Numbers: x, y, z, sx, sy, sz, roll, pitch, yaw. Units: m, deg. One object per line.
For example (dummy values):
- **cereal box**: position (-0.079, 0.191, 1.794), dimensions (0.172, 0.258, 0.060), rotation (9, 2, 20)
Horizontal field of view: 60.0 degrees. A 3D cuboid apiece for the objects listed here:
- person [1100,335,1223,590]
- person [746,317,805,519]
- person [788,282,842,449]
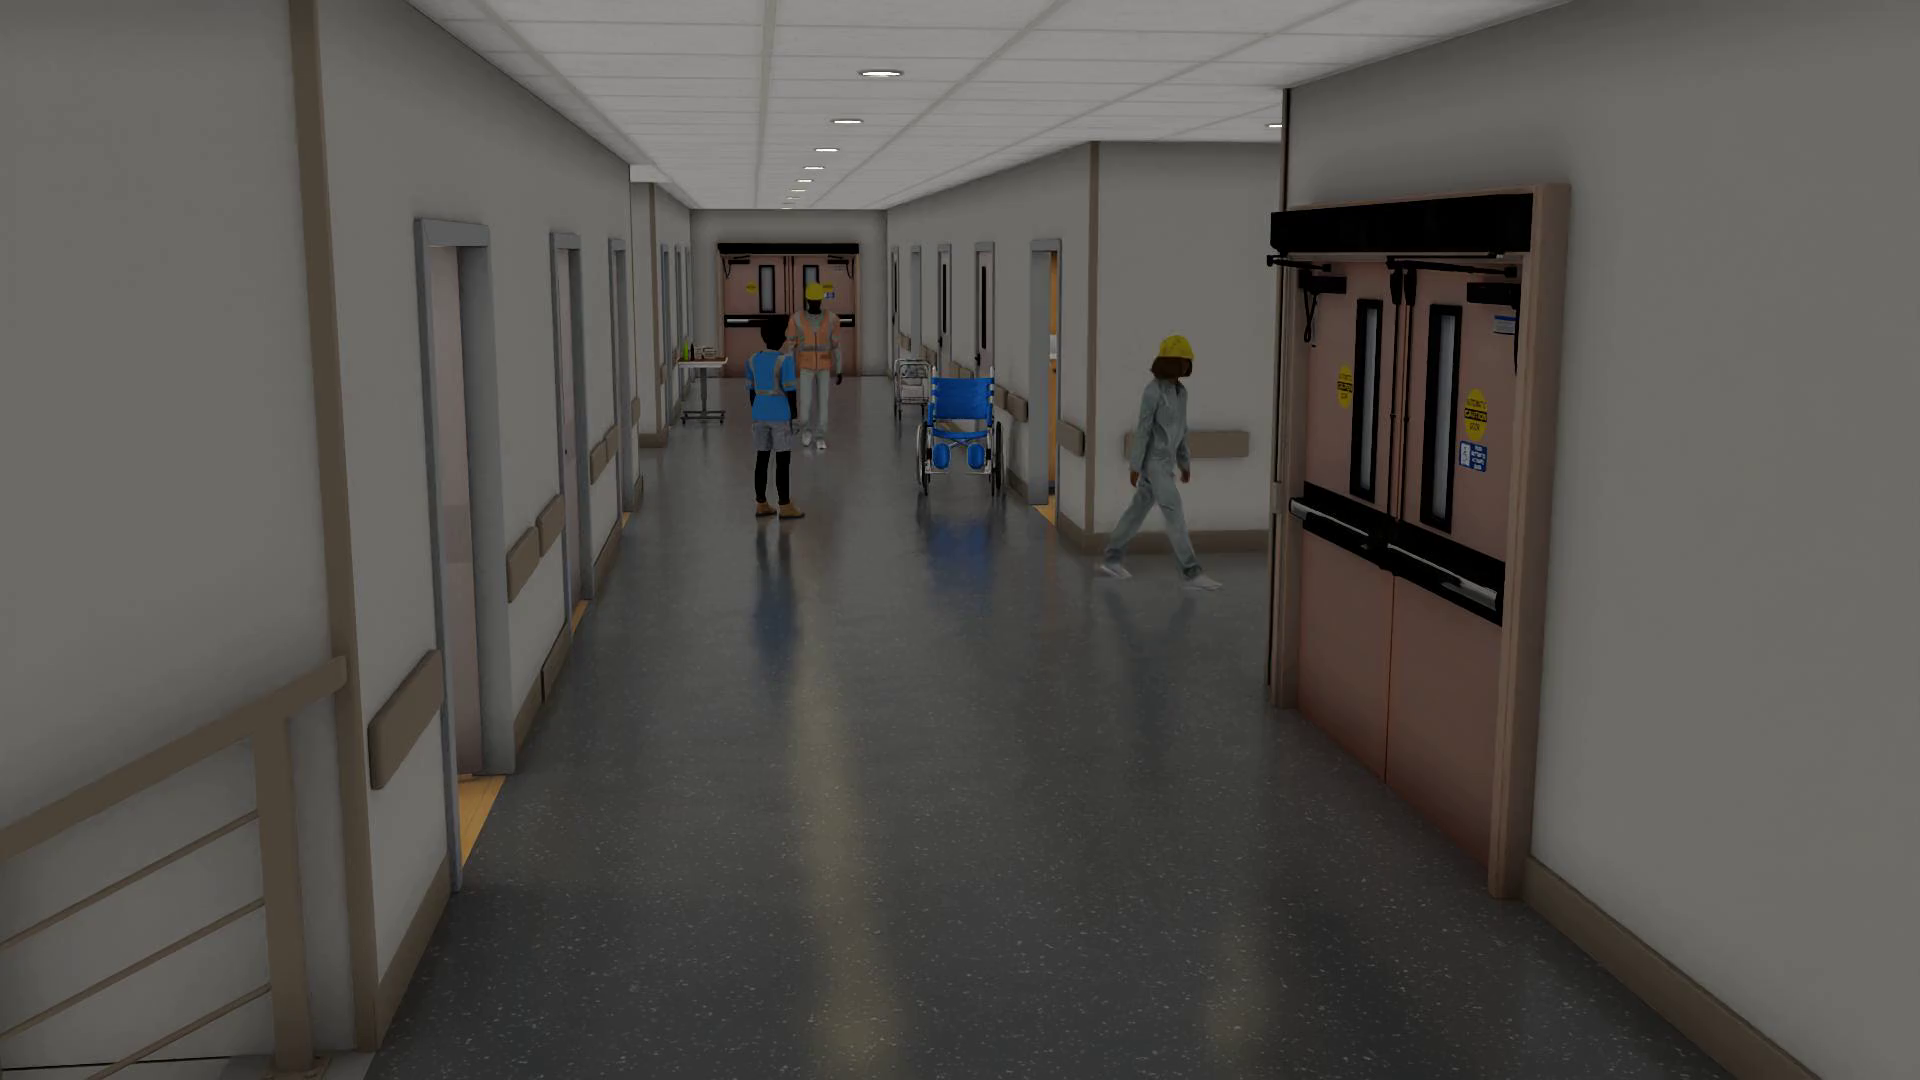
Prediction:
- **person**: position (1.330, -0.528, 11.140), dimensions (0.947, 1.687, 0.494), rotation (6, 12, 32)
- **person**: position (-1.559, -1.018, 13.974), dimensions (0.533, 1.693, 0.319), rotation (7, 12, 35)
- **person**: position (-1.645, -1.971, 18.911), dimensions (0.601, 1.909, 0.440), rotation (-2, 10, -11)
